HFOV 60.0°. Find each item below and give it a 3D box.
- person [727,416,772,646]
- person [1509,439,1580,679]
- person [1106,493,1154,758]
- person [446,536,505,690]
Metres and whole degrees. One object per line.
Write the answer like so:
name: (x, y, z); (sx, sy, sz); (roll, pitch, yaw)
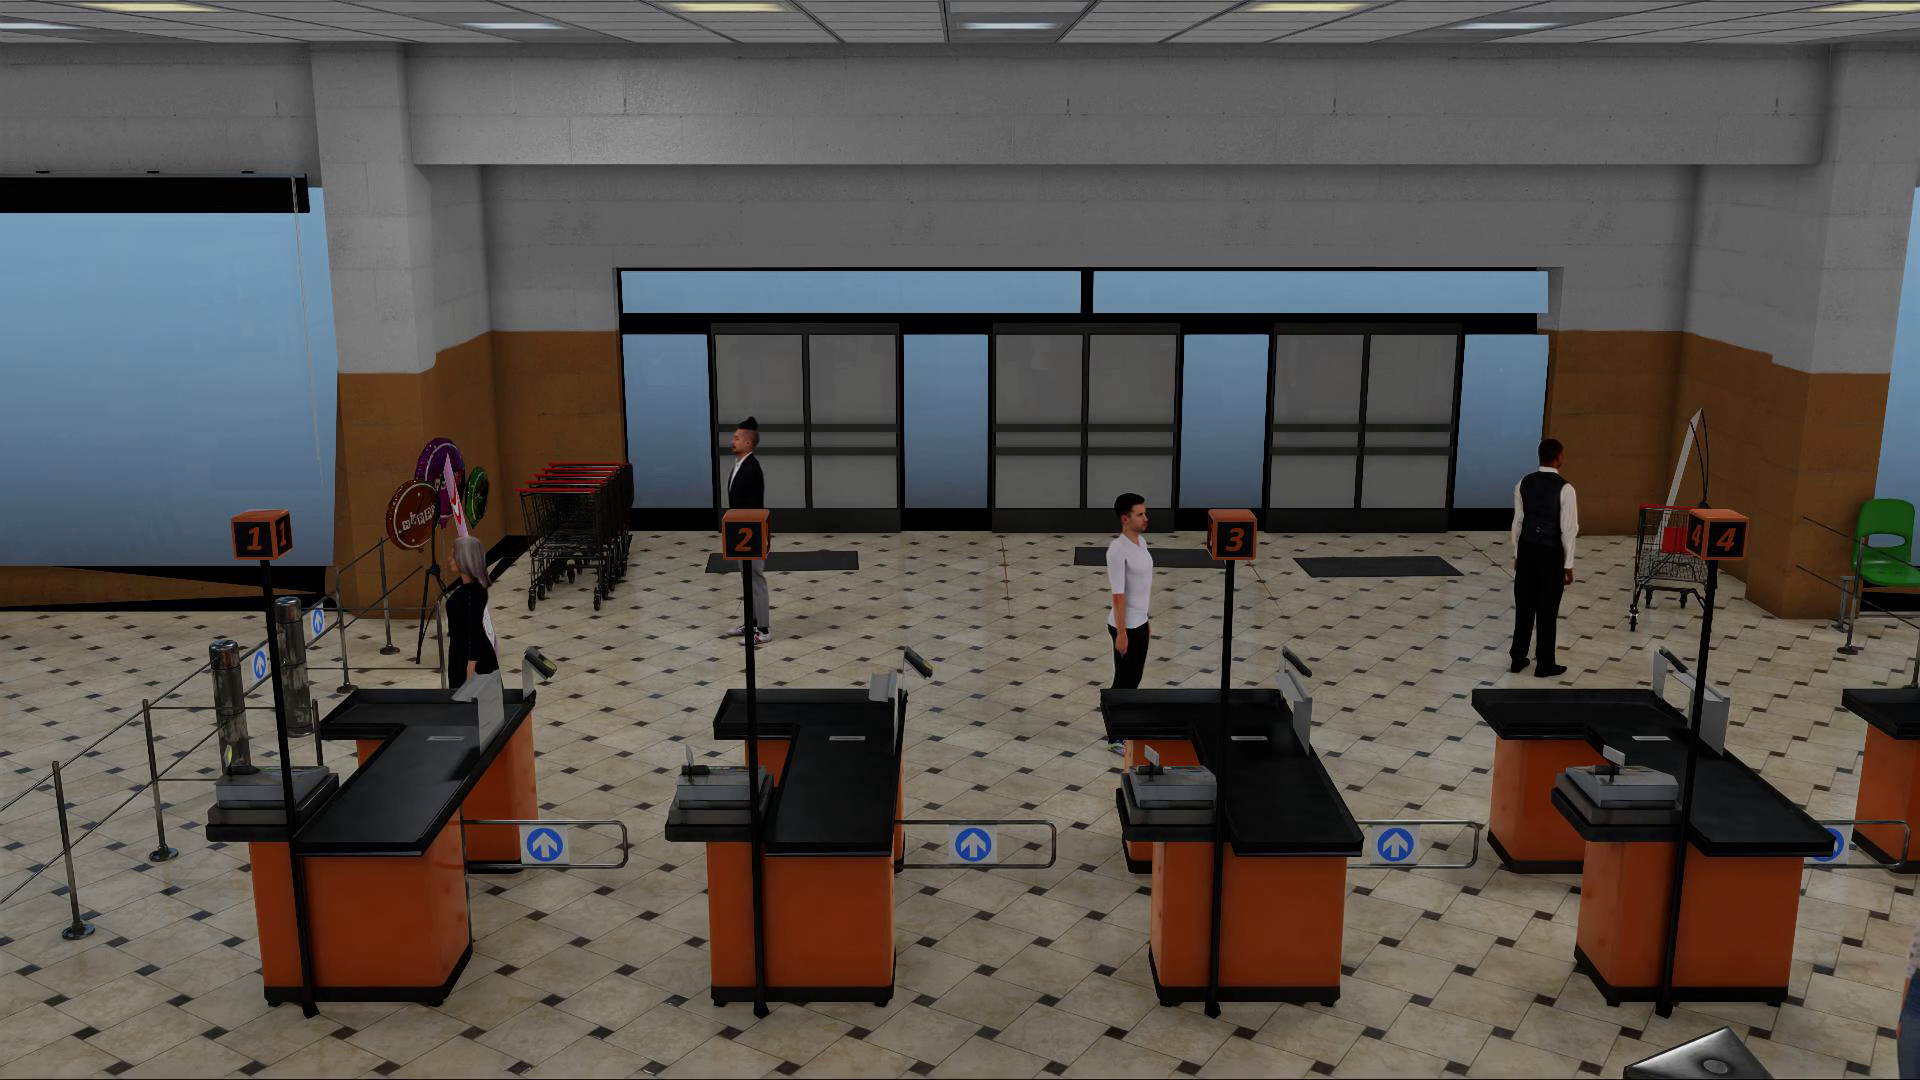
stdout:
person: (-1.781, -0.087, 14.169); (0.841, 1.948, 0.681); (-5, 15, -21)
person: (4.656, 0.134, 13.317); (0.828, 1.919, 0.764); (-13, 19, -42)
person: (1.184, 0.575, 11.642); (0.814, 1.851, 0.669); (7, 15, 26)
person: (-3.181, 0.819, 10.858); (0.739, 1.747, 0.627); (-6, 15, -22)
